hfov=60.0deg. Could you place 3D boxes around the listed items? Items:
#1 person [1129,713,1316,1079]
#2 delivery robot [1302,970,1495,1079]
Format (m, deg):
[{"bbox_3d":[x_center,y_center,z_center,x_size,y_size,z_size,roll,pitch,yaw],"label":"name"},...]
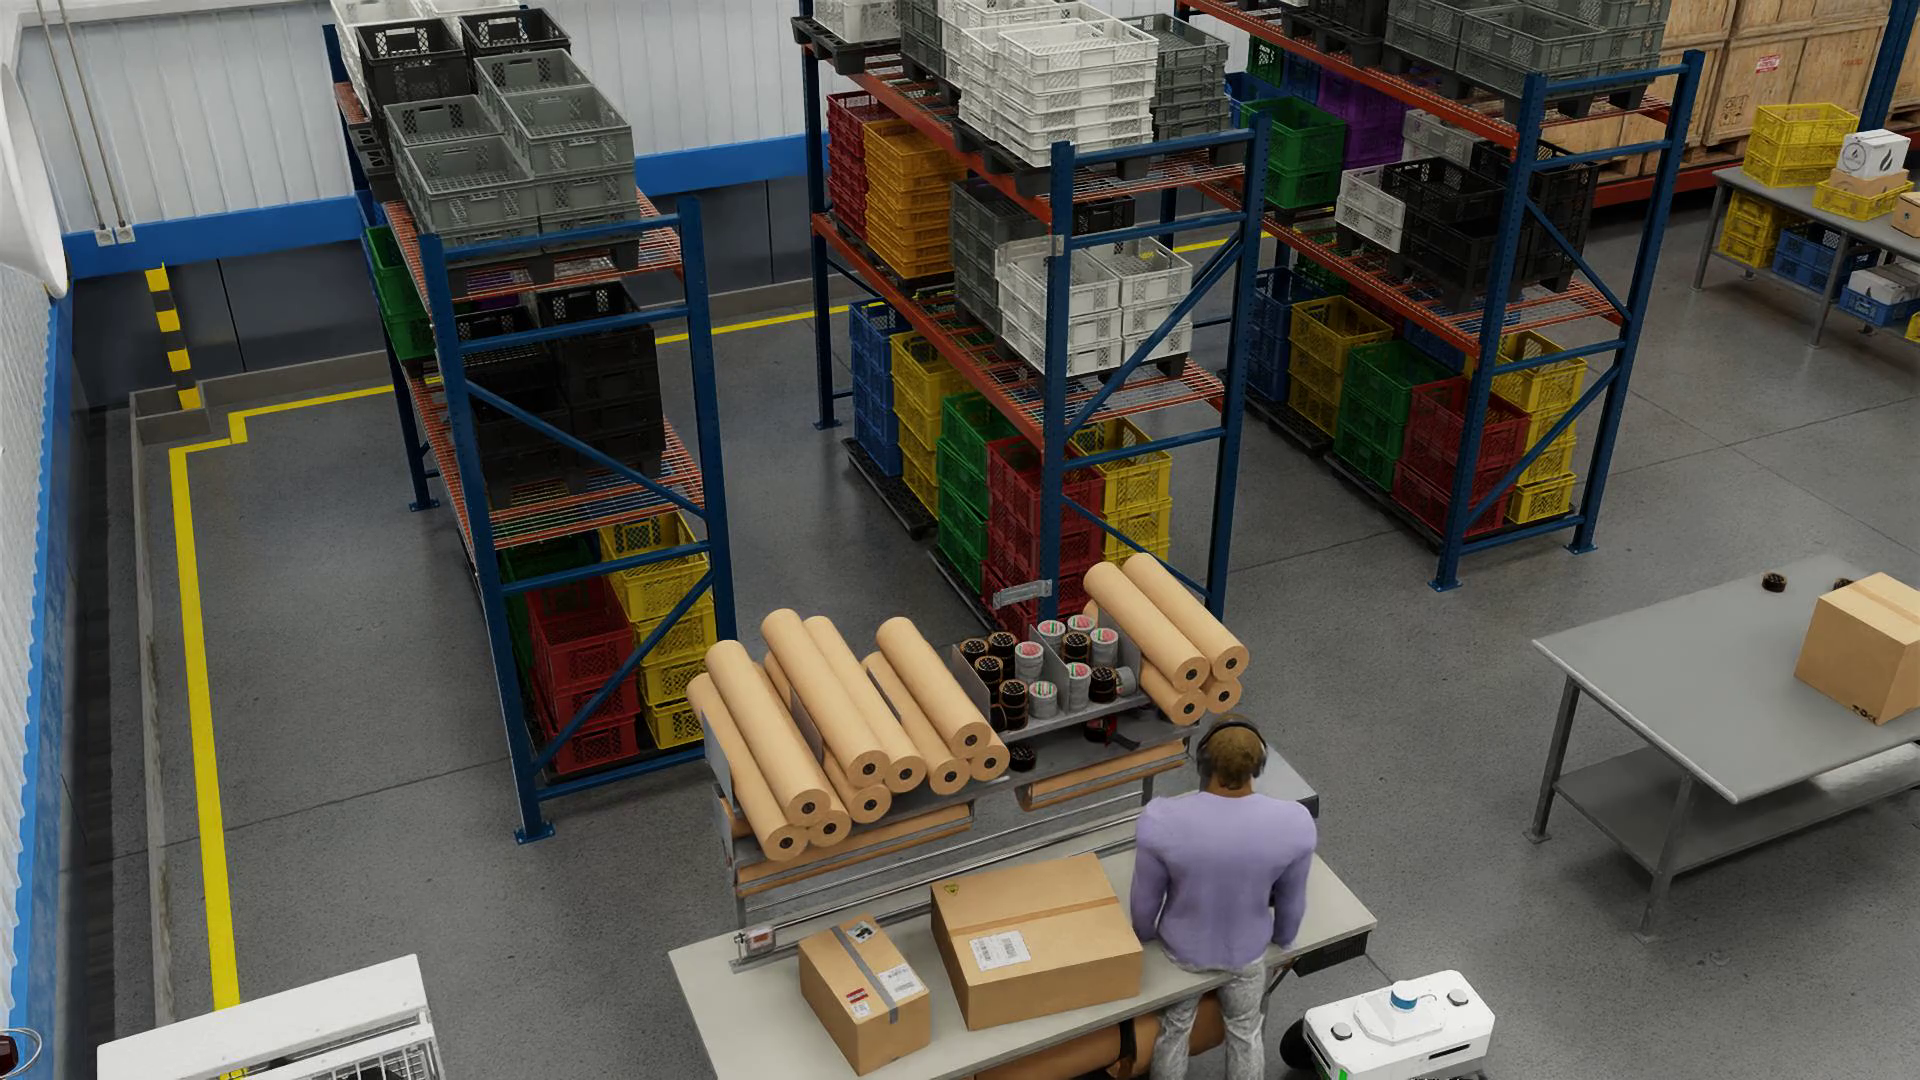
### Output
[{"bbox_3d":[0.917,1.446,6.031,0.630,1.929,0.370,1,32,1],"label":"person"},{"bbox_3d":[1.702,1.920,6.471,0.707,0.478,0.477,-10,33,-16],"label":"delivery robot"}]
